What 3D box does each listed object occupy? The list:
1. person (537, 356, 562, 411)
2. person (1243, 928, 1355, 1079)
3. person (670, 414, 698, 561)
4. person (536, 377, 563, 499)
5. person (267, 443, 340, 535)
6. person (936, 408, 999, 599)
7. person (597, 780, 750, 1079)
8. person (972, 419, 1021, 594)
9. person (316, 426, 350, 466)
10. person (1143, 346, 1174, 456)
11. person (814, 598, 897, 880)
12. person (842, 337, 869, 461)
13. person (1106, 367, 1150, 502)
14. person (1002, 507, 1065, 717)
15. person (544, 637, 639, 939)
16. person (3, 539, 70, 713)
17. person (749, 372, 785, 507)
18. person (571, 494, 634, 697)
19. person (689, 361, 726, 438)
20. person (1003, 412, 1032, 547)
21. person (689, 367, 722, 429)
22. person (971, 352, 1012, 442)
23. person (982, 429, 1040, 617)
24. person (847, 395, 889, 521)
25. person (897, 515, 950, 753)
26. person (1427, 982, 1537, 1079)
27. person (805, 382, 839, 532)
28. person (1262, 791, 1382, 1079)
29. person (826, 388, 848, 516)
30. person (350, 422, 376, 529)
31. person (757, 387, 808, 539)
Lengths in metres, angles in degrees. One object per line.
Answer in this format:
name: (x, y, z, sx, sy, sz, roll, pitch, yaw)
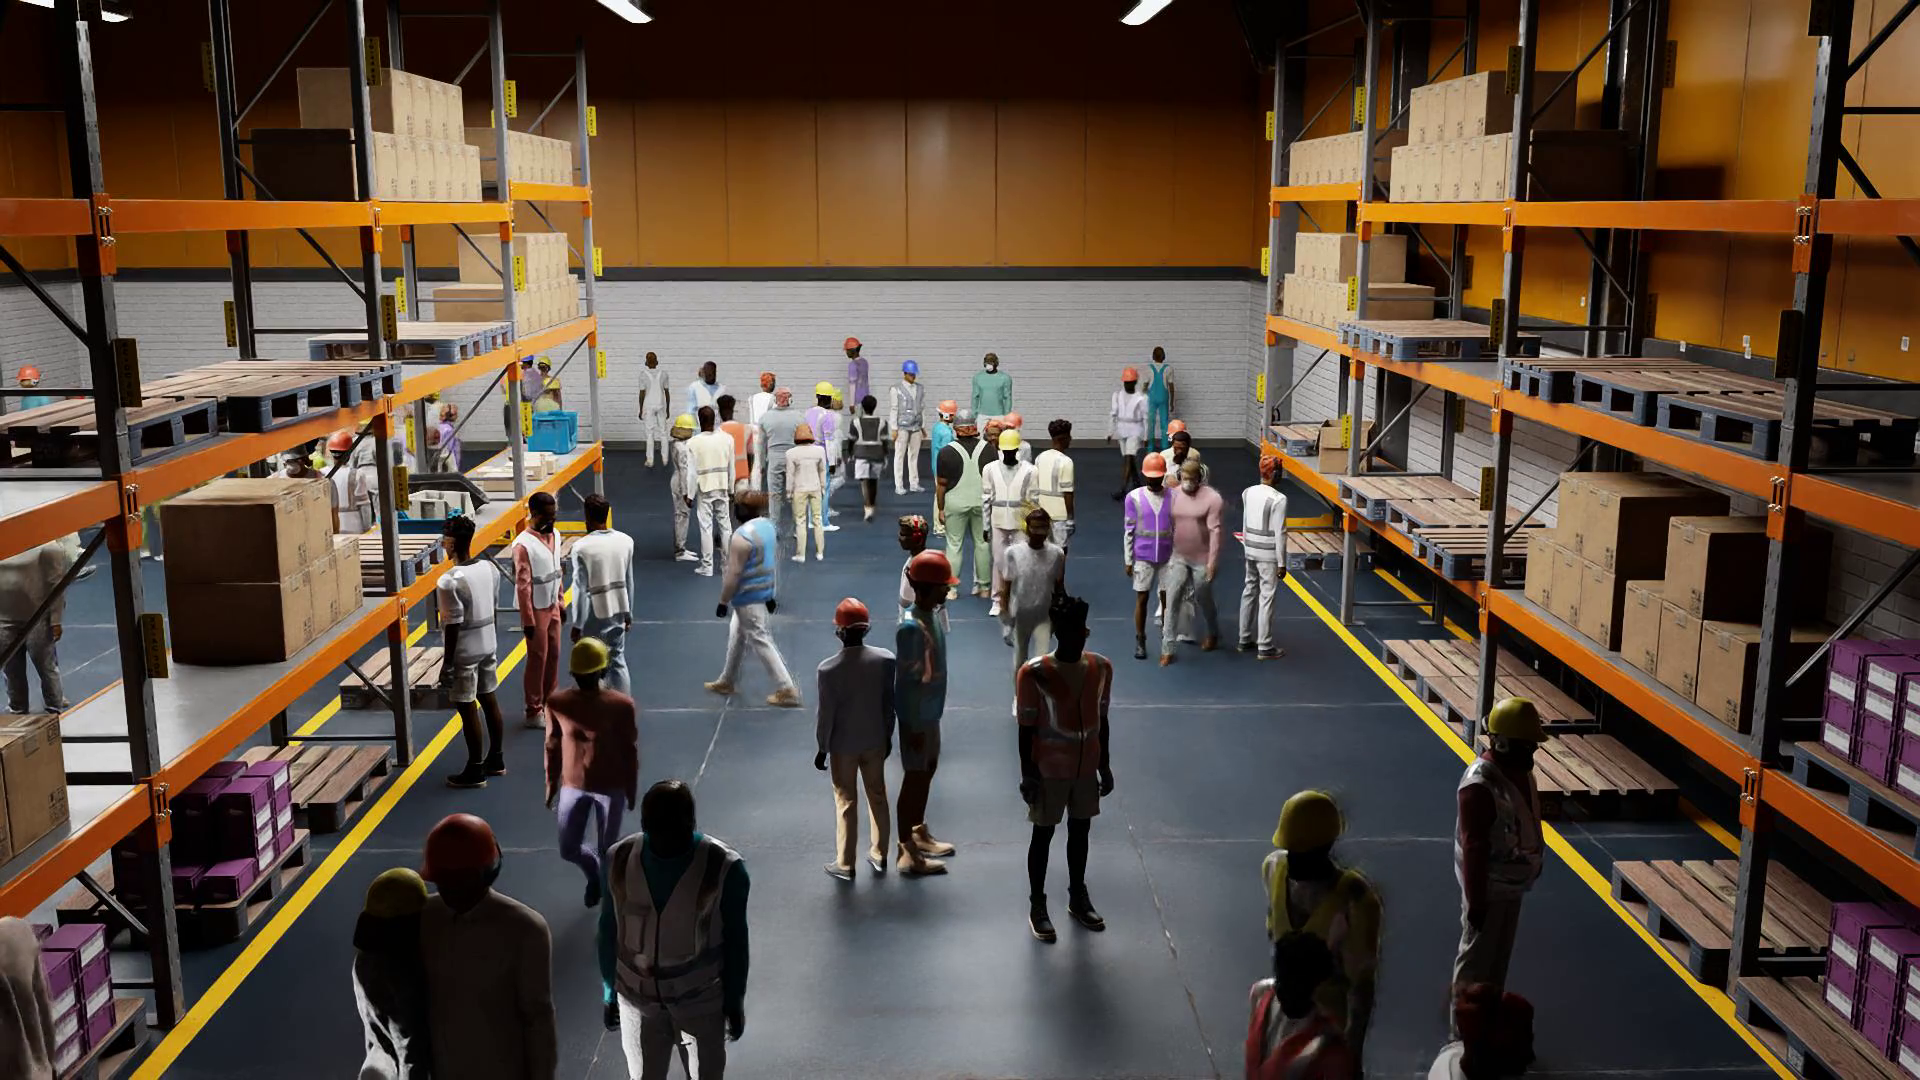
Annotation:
person: (-6.673, -2.078, 26.780, 0.532, 1.756, 0.337, -1, 11, -6)
person: (1.147, 2.128, 5.883, 0.365, 1.671, 0.593, -4, 12, -20)
person: (-3.229, -0.614, 19.494, 0.323, 1.729, 0.495, -4, 12, -17)
person: (-5.836, -1.435, 23.567, 0.577, 1.741, 0.492, 11, 15, 43)
person: (-6.094, 0.048, 15.393, 0.690, 2.000, 0.538, -3, 12, -16)
person: (0.062, -0.391, 17.591, 0.679, 2.000, 0.535, -2, 12, -12)
person: (-1.174, 1.865, 6.798, 0.636, 1.839, 0.429, 1, 11, 7)
person: (0.360, -0.351, 17.789, 0.575, 1.882, 0.361, 0, 11, -1)
person: (-8.072, -1.119, 21.619, 0.645, 1.888, 0.594, -10, 15, -41)
person: (3.283, -2.283, 27.577, 0.516, 1.841, 0.325, 1, 11, 6)
person: (-0.652, 1.216, 10.252, 0.562, 1.753, 0.327, -8, 14, -33)
person: (-1.708, -2.302, 27.233, 0.441, 2.026, 0.603, 4, 12, 18)
person: (2.424, -1.527, 23.708, 0.544, 1.892, 1.044, 7, 13, 33)
person: (0.577, 0.618, 13.121, 0.495, 1.820, 1.023, 0, 11, 1)
person: (-2.076, 1.381, 9.432, 0.542, 1.752, 0.455, 1, 11, 3)
person: (-7.642, 0.436, 13.590, 0.615, 1.987, 0.407, -11, 15, -43)
person: (-2.661, -1.371, 22.943, 0.568, 1.876, 0.348, 7, 13, 32)
person: (-2.786, 0.587, 13.034, 0.401, 1.908, 0.598, 8, 14, 34)
person: (-3.664, -1.667, 24.325, 0.634, 1.904, 0.449, -9, 14, -38)
person: (0.579, -0.643, 19.629, 0.576, 1.736, 0.592, 6, 13, 28)
person: (-4.034, -1.941, 26.416, 0.552, 1.618, 0.542, 0, 11, 1)
person: (0.473, -1.892, 25.373, 0.636, 1.939, 0.364, 2, 12, 12)
person: (0.506, -0.166, 16.781, 0.587, 1.920, 0.390, 2, 12, 12)
person: (-1.209, -1.089, 22.067, 0.541, 1.662, 0.849, -2, 11, -11)
person: (-0.277, 0.714, 12.579, 0.390, 1.836, 0.561, -2, 11, -8)
person: (1.462, 2.194, 5.095, 0.696, 1.867, 0.591, 2, 11, 11)
person: (-1.756, -1.065, 21.284, 0.398, 1.920, 0.586, -8, 14, -33)
person: (1.359, 1.885, 6.585, 0.966, 1.869, 0.600, -10, 15, -40)
person: (-1.714, -1.158, 22.183, 0.435, 1.726, 0.519, -8, 14, -34)
person: (-7.558, -1.052, 21.242, 0.406, 1.919, 0.603, 1, 11, 3)
person: (-2.188, -0.958, 20.776, 0.651, 1.906, 0.403, 0, 11, 1)
